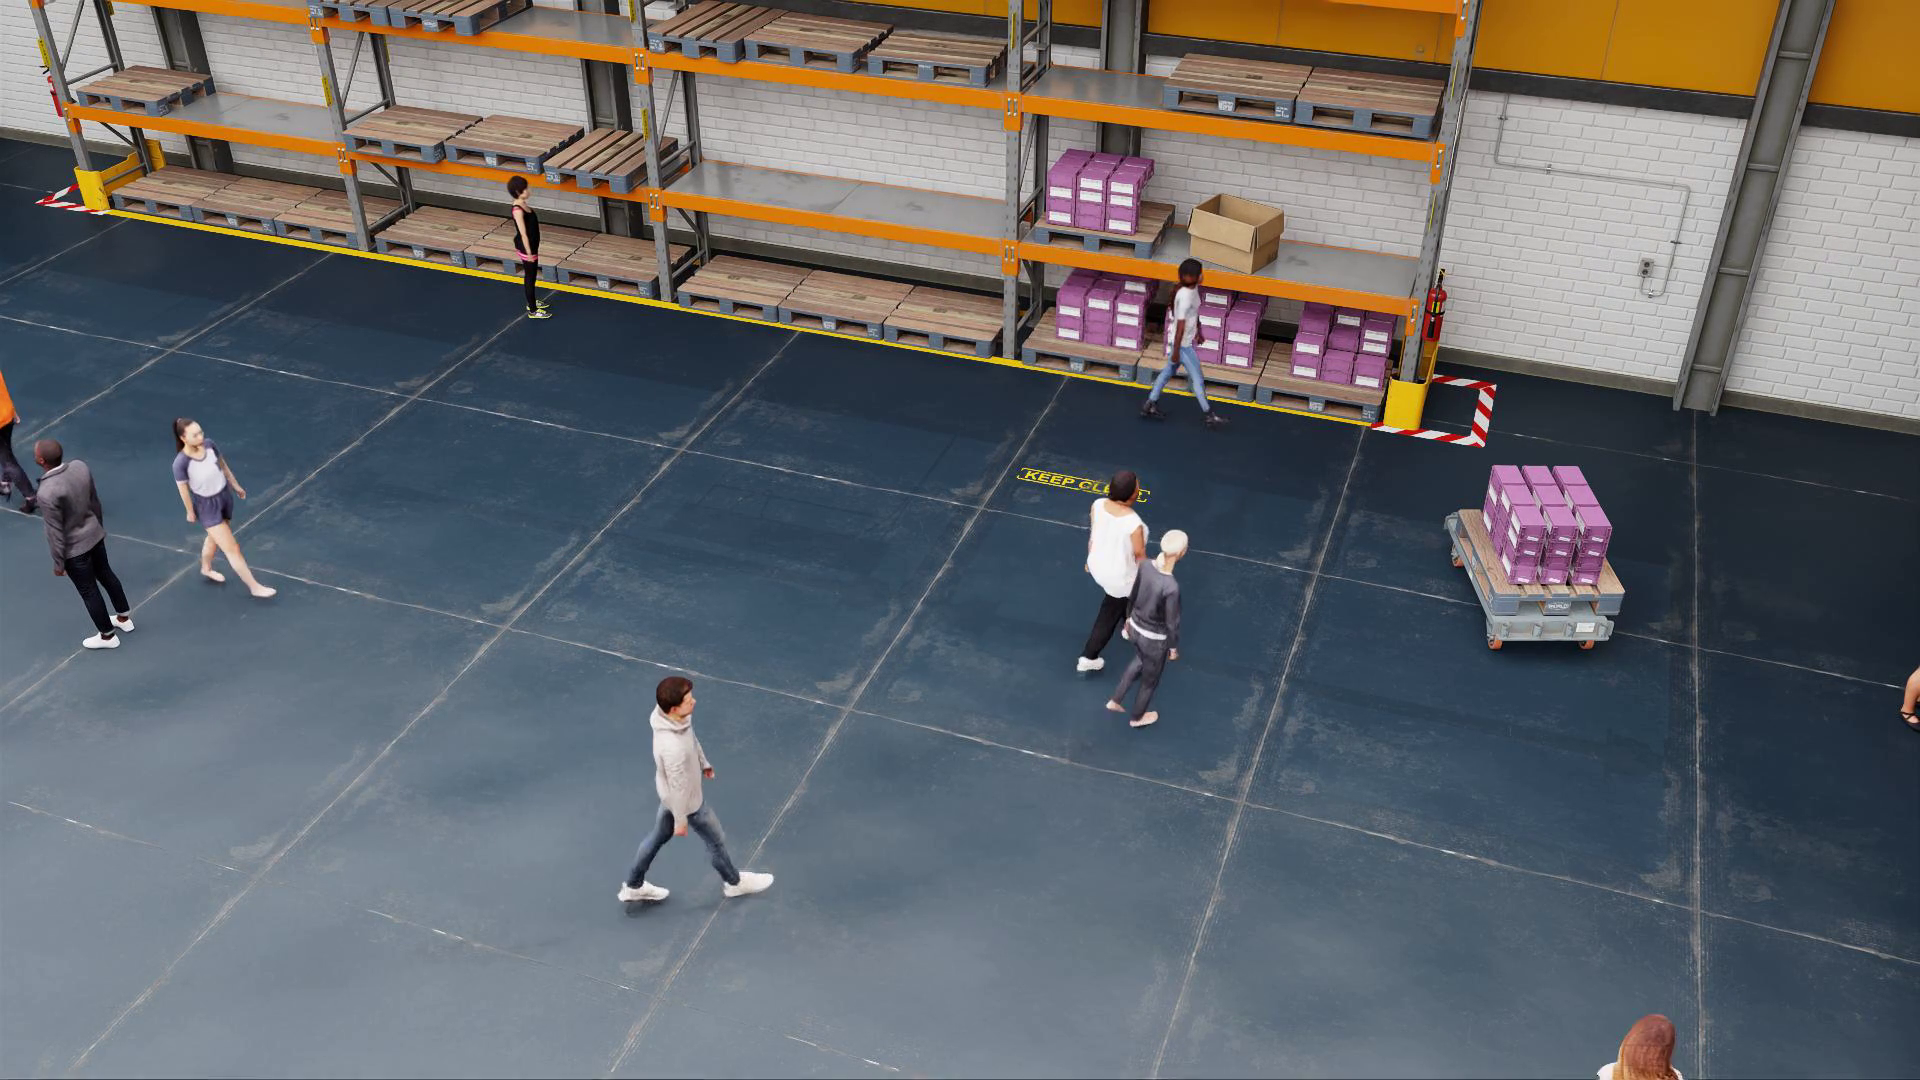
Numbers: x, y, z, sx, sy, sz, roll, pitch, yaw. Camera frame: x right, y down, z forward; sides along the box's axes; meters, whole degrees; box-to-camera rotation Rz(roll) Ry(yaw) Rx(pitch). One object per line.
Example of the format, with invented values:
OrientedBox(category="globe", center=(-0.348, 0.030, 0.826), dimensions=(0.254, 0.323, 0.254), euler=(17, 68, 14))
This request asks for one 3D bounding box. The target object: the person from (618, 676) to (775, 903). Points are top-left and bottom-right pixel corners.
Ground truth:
OrientedBox(category="person", center=(-1.839, 1.600, 10.391), dimensions=(1.308, 1.816, 1.152), euler=(-9, 35, -13))

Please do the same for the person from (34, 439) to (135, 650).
OrientedBox(category="person", center=(-6.740, 0.021, 12.764), dimensions=(0.627, 1.818, 0.740), euler=(7, 34, 11))

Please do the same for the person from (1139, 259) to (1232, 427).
OrientedBox(category="person", center=(2.029, -1.846, 15.701), dimensions=(1.132, 1.676, 0.687), euler=(8, 34, 11))

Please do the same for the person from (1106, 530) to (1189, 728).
OrientedBox(category="person", center=(1.298, 0.683, 11.871), dimensions=(0.877, 1.704, 0.811), euler=(-21, 39, -29))

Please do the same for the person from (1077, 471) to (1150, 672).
OrientedBox(category="person", center=(1.138, 0.255, 12.564), dimensions=(1.109, 1.649, 1.137), euler=(-21, 39, -29))

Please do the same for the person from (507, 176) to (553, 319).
OrientedBox(category="person", center=(-4.628, -3.142, 17.762), dimensions=(0.656, 1.553, 0.621), euler=(-8, 34, -12))

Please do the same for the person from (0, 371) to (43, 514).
OrientedBox(category="person", center=(-8.253, -0.972, 14.336), dimensions=(0.917, 1.732, 0.712), euler=(7, 34, 10))

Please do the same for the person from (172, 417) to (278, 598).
OrientedBox(category="person", center=(-6.082, -0.271, 13.393), dimensions=(1.030, 1.608, 0.644), euler=(9, 35, 14))

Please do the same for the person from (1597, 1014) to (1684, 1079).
OrientedBox(category="person", center=(3.309, 3.077, 8.299), dimensions=(0.998, 1.670, 0.717), euler=(6, 34, 9))
